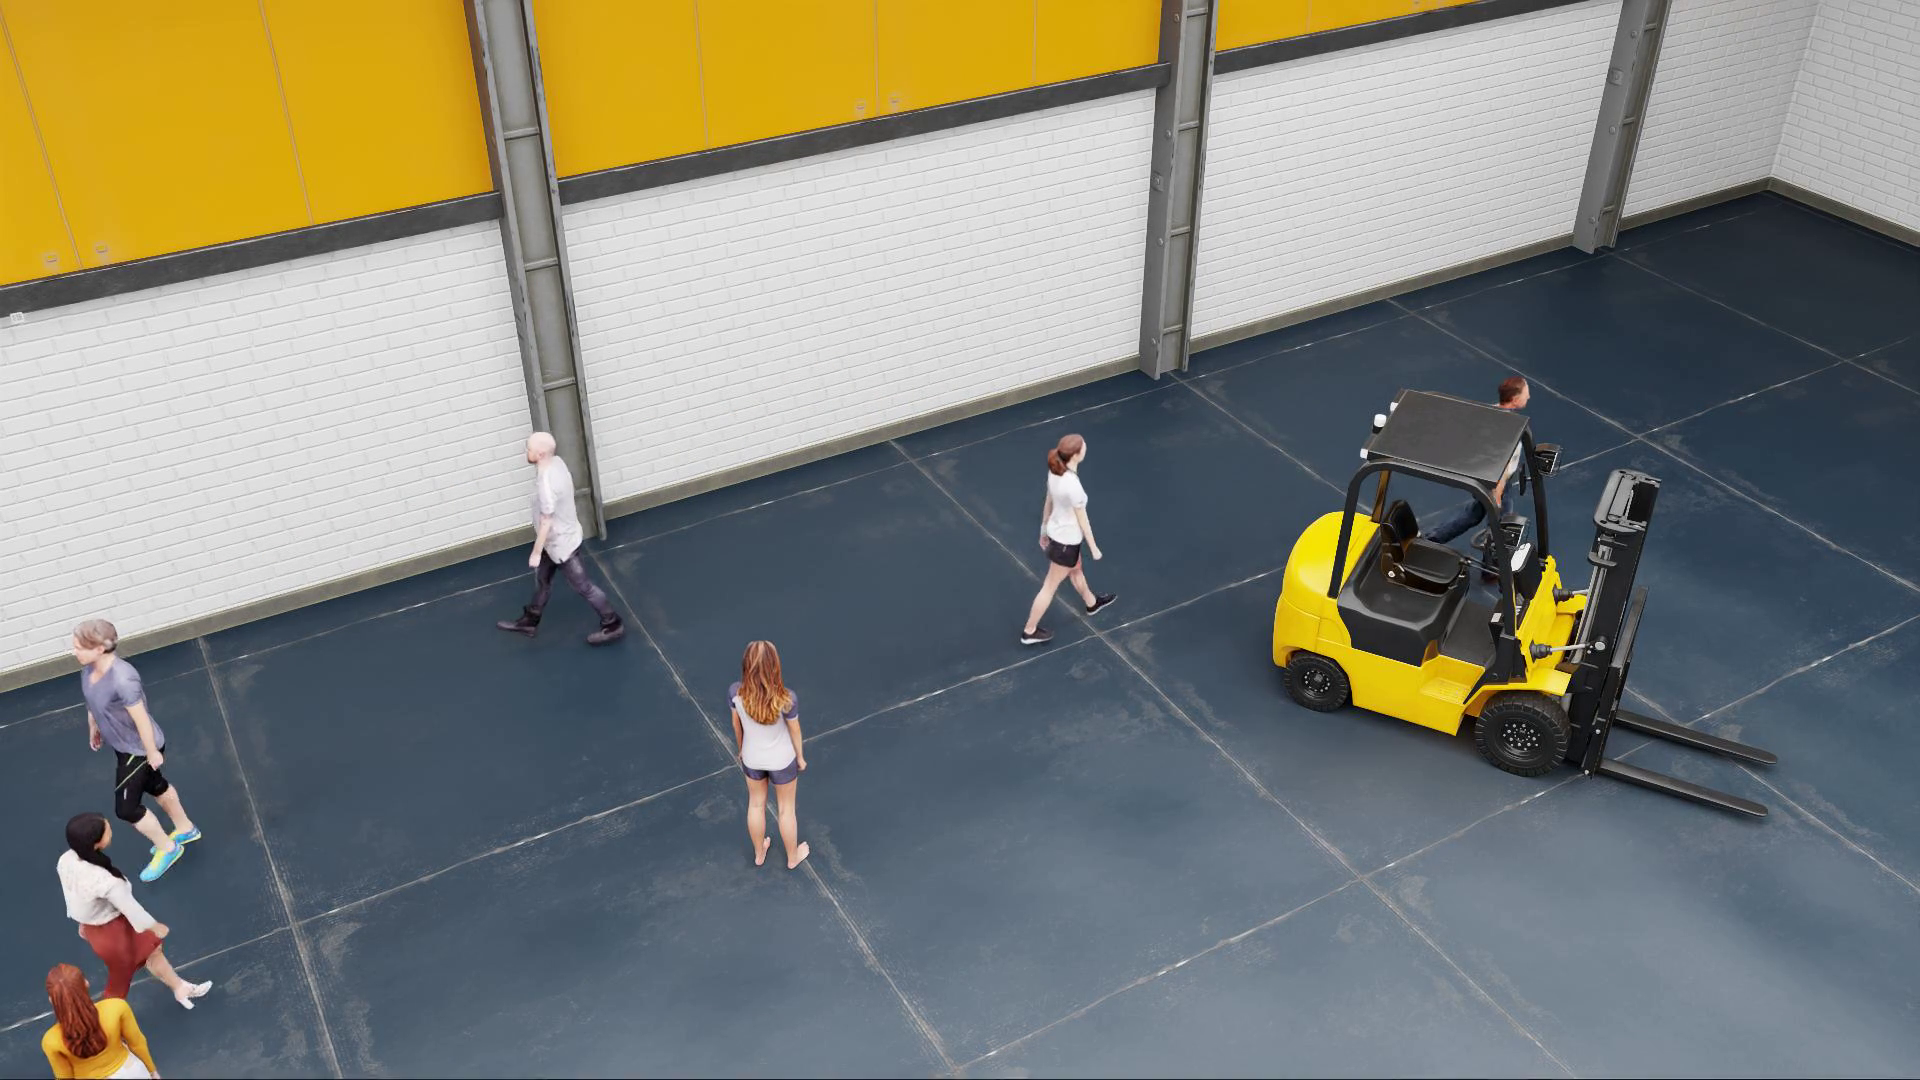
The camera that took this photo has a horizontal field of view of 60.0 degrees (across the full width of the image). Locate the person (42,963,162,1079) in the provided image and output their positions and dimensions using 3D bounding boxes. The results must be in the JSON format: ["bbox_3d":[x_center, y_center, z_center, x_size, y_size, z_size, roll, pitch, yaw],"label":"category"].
[{"bbox_3d":[-4.158,2.732,8.189,0.564,1.749,0.683,-26,42,-34],"label":"person"}]

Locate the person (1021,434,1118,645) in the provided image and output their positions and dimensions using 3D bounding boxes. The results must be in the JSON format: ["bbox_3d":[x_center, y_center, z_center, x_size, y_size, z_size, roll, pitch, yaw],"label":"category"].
[{"bbox_3d":[0.685,0.049,12.263,1.113,1.708,0.671,-12,36,-18],"label":"person"}]

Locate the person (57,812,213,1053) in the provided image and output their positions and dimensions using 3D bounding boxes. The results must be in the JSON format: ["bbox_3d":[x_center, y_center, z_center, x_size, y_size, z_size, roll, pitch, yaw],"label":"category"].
[{"bbox_3d":[-4.641,2.223,8.979,0.813,1.722,1.002,22,40,30],"label":"person"}]

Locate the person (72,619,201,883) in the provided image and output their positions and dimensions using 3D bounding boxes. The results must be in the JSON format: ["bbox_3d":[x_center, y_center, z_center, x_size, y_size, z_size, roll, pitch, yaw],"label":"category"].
[{"bbox_3d":[-5.050,1.229,10.345,0.756,1.866,0.743,-26,42,-33],"label":"person"}]

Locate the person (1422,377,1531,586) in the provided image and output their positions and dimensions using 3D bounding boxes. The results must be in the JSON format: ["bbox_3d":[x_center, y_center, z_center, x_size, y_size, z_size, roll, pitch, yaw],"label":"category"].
[{"bbox_3d":[4.014,-0.441,12.890,1.235,1.830,1.079,3,34,4],"label":"person"}]

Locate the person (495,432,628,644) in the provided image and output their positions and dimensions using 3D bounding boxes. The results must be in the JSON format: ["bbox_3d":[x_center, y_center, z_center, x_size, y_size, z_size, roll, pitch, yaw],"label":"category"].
[{"bbox_3d":[-2.841,0.032,12.219,1.297,1.784,0.977,-5,34,-8],"label":"person"}]

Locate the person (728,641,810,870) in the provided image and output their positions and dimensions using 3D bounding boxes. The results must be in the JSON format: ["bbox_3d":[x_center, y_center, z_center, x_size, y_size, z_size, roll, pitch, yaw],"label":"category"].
[{"bbox_3d":[-1.184,1.342,10.294,0.675,1.734,0.742,7,34,10],"label":"person"}]
